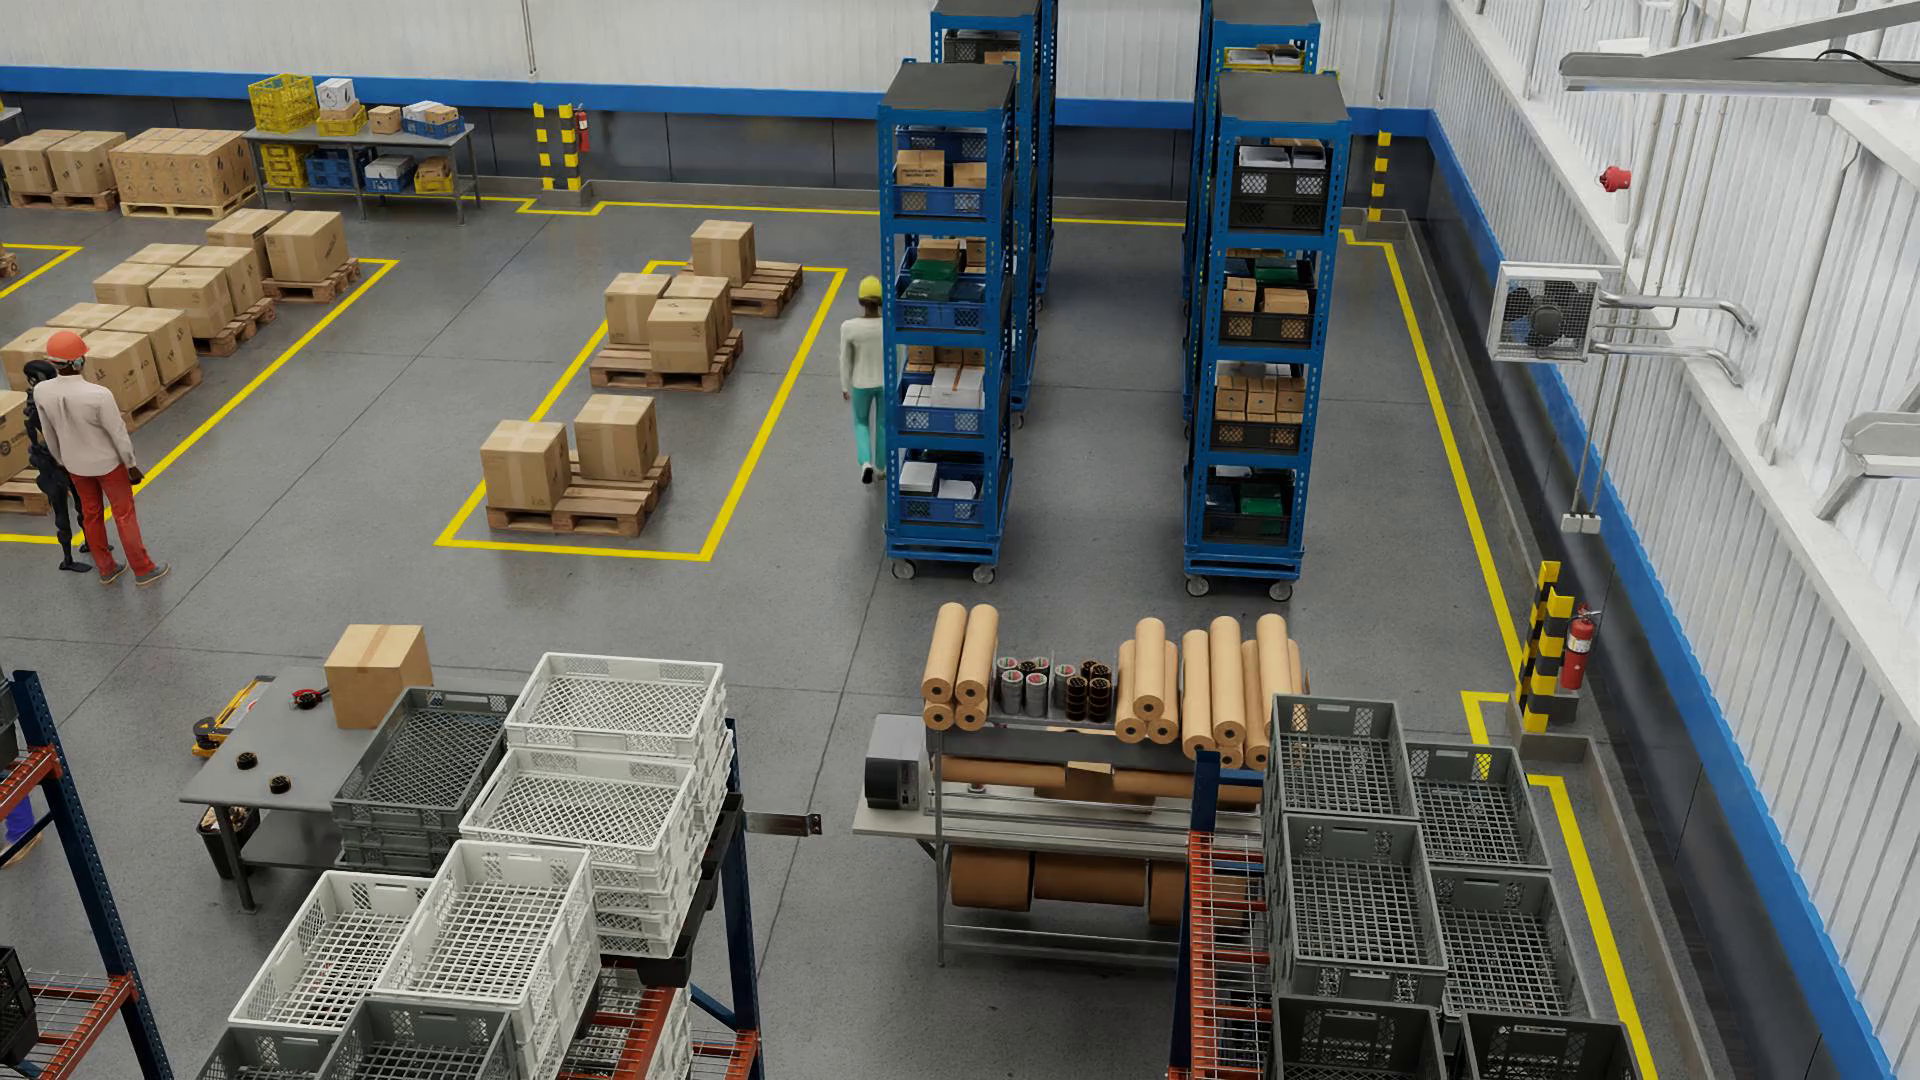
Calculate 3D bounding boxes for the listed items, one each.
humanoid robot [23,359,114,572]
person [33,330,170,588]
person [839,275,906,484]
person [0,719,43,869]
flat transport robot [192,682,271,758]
[{"bbox_3d":[-6.608,-0.564,12.241,0.327,1.651,0.569,4,30,6],"label":"humanoid robot"},{"bbox_3d":[-6.189,-0.566,11.931,0.621,1.993,0.379,4,30,7],"label":"person"},{"bbox_3d":[-0.688,-1.249,13.352,0.540,1.749,0.524,-3,30,-5],"label":"person"},{"bbox_3d":[-5.668,0.949,9.283,0.679,2.000,0.537,13,33,21],"label":"person"},{"bbox_3d":[-4.089,1.163,10.648,1.431,0.197,0.652,3,30,6],"label":"flat transport robot"}]
